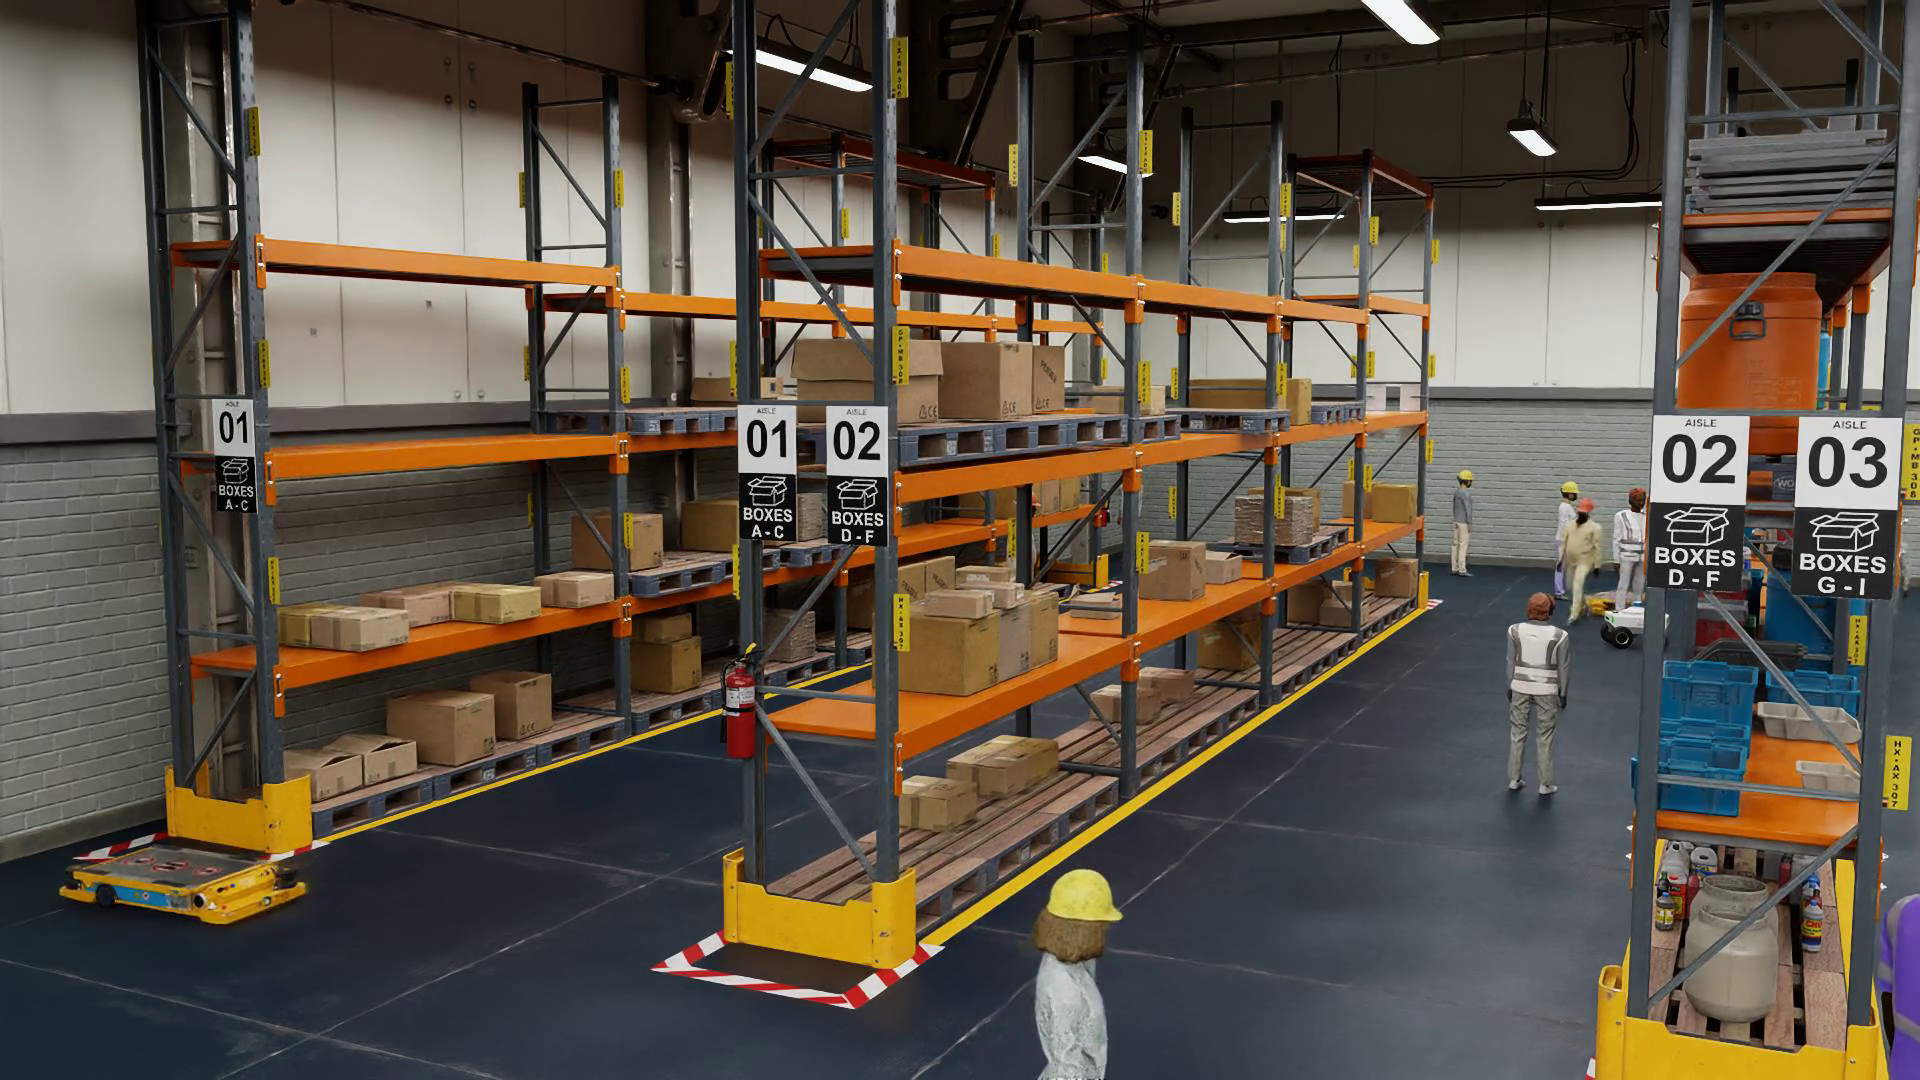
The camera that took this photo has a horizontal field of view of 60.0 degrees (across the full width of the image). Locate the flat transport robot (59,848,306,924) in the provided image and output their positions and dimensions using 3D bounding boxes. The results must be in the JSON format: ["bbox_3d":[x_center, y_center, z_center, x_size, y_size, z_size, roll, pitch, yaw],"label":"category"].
[{"bbox_3d":[-4.994,2.193,10.679,1.431,0.197,0.652,2,6,23],"label":"flat transport robot"}]

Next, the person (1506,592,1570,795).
[{"bbox_3d":[4.659,1.237,13.445,0.508,1.629,0.316,4,7,34],"label":"person"}]

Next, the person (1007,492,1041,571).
[{"bbox_3d":[0.760,0.400,19.869,0.404,1.991,0.625,-1,6,-6],"label":"person"}]

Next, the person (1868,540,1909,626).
[{"bbox_3d":[11.044,0.534,19.878,0.494,1.723,0.732,2,6,22],"label":"person"}]

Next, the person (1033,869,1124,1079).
[{"bbox_3d":[0.400,1.981,5.712,0.309,1.737,0.487,0,6,4],"label":"person"}]

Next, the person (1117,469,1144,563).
[{"bbox_3d":[2.981,-0.454,29.327,0.561,1.743,0.336,-5,8,-41],"label":"person"}]

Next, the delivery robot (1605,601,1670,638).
[{"bbox_3d":[8.332,1.000,20.466,0.707,0.478,0.477,1,6,7],"label":"delivery robot"}]

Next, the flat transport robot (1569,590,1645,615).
[{"bbox_3d":[9.271,0.879,23.451,1.431,0.197,0.652,-5,8,-40],"label":"flat transport robot"}]

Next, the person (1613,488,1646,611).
[{"bbox_3d":[8.821,0.255,21.761,0.586,1.883,0.342,-1,6,-13],"label":"person"}]

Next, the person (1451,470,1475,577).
[{"bbox_3d":[8.314,-0.273,27.461,0.308,1.770,0.522,-1,6,-9],"label":"person"}]

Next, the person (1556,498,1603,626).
[{"bbox_3d":[8.339,0.279,22.346,0.707,1.718,0.570,-4,7,-33],"label":"person"}]

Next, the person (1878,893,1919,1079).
[{"bbox_3d":[3.379,1.871,5.645,0.361,1.964,0.615,0,6,-4],"label":"person"}]

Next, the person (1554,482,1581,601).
[{"bbox_3d":[9.014,0.014,24.675,0.324,1.767,0.533,3,7,26],"label":"person"}]
